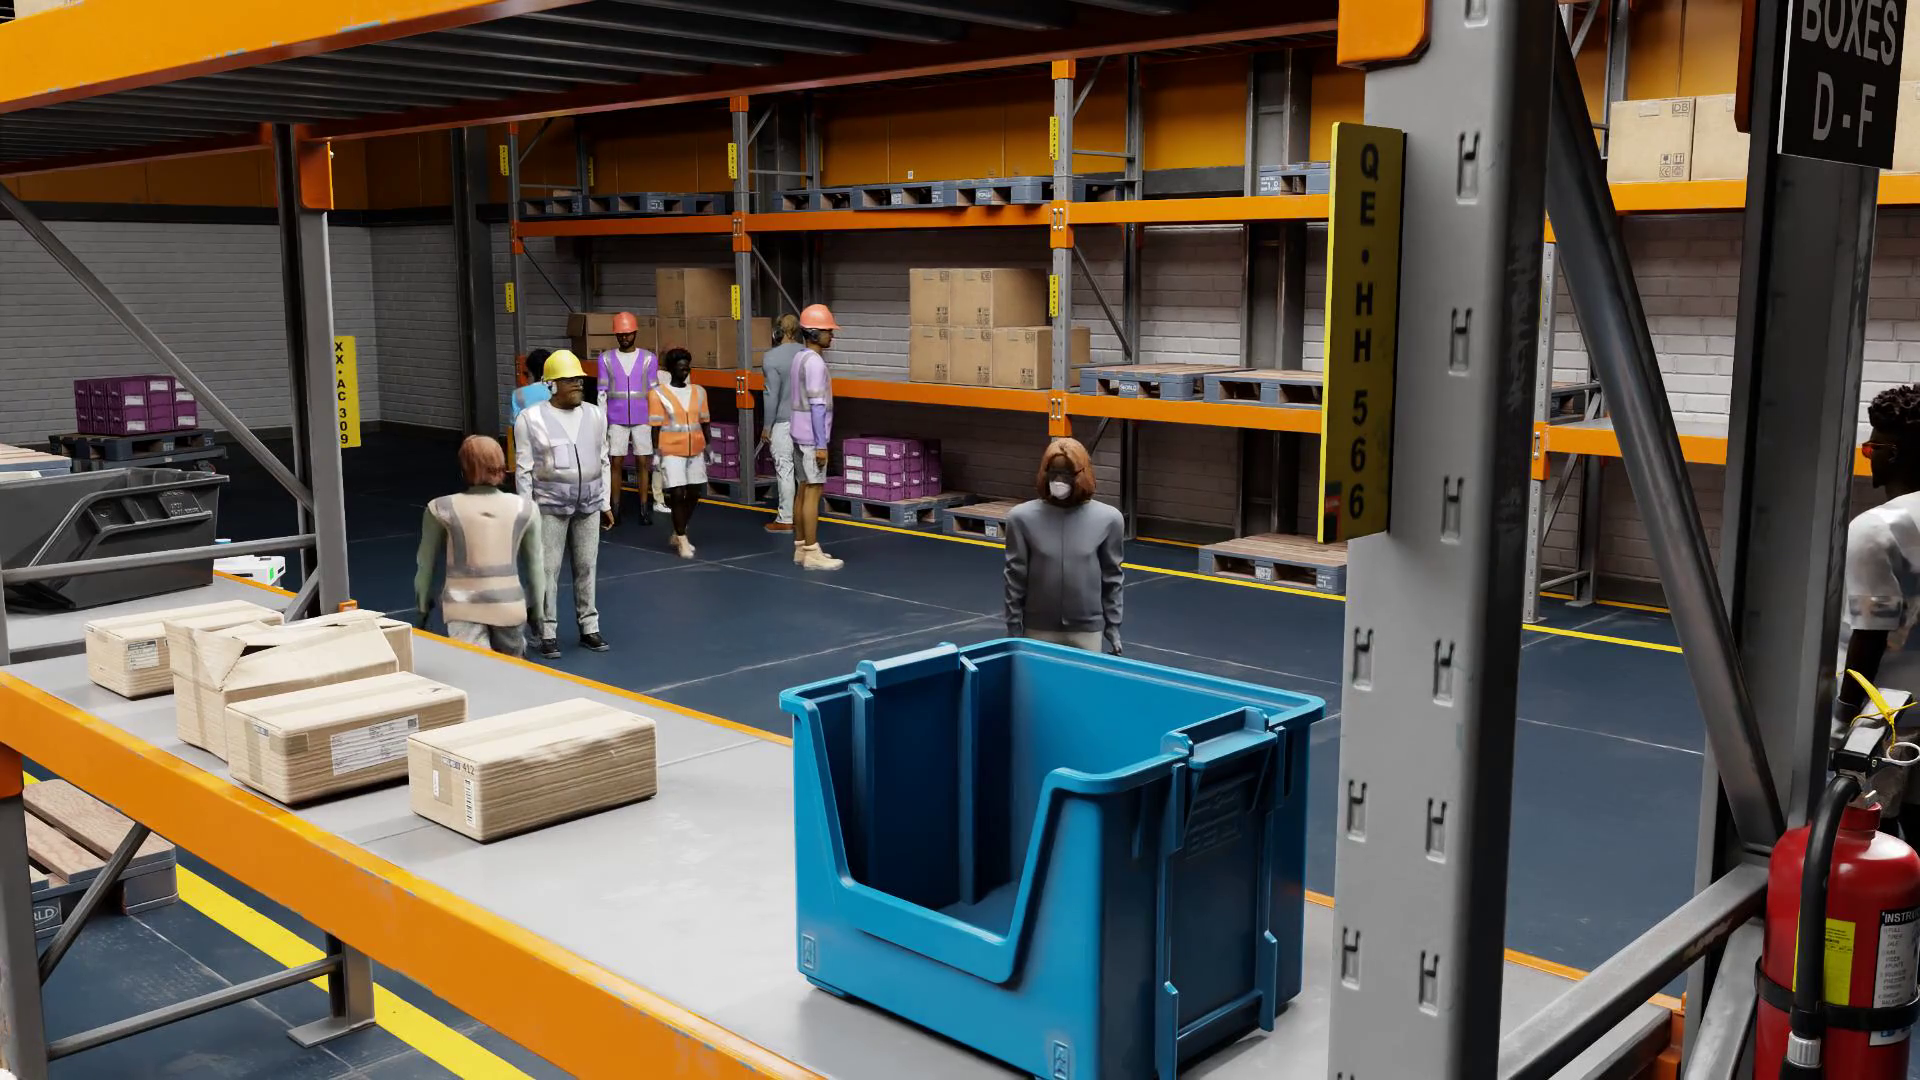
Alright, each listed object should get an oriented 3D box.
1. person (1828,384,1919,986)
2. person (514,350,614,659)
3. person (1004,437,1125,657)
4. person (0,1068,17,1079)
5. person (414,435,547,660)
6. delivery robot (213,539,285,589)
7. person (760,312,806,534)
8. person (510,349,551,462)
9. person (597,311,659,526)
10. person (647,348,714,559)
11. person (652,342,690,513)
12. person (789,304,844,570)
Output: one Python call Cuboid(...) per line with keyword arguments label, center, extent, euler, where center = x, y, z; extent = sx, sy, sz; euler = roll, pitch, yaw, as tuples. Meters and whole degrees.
Cuboid(label="person", center=(2.910, 0.499, 5.180), extent=(0.609, 1.964, 0.367), euler=(-5, 11, -29))
Cuboid(label="person", center=(-2.353, -0.217, 9.965), extent=(0.600, 1.836, 0.404), euler=(-7, 11, -36))
Cuboid(label="person", center=(0.431, 0.385, 6.894), extent=(0.501, 1.633, 0.289), euler=(0, 9, 0))
Cuboid(label="person", center=(-1.345, 1.198, 2.041), extent=(0.877, 1.592, 0.536), euler=(7, 12, 38))
Cuboid(label="person", center=(-2.104, 0.338, 7.319), extent=(0.530, 1.591, 0.875), euler=(-5, 11, -29))
Cuboid(label="delivery robot", center=(-4.786, 0.235, 10.830), extent=(0.707, 0.478, 0.477), euler=(-2, 9, -9))
Cuboid(label="person", center=(-1.506, -1.025, 14.610), extent=(0.370, 1.940, 0.630), euler=(7, 12, 37))
Cuboid(label="person", center=(-3.401, -0.745, 13.761), extent=(0.541, 1.648, 0.838), euler=(1, 9, 4))
Cuboid(label="person", center=(-2.977, -1.082, 14.964), extent=(0.551, 1.935, 0.375), euler=(-2, 9, -12))
Cuboid(label="person", center=(-2.246, -0.699, 13.390), extent=(0.542, 1.691, 0.468), euler=(-7, 11, -36))
Cuboid(label="person", center=(-2.754, -1.075, 15.883), extent=(0.285, 1.626, 0.495), euler=(7, 11, 35))
Cuboid(label="person", center=(-1.115, -0.792, 12.860), extent=(0.397, 2.044, 0.609), euler=(-3, 10, -18))
